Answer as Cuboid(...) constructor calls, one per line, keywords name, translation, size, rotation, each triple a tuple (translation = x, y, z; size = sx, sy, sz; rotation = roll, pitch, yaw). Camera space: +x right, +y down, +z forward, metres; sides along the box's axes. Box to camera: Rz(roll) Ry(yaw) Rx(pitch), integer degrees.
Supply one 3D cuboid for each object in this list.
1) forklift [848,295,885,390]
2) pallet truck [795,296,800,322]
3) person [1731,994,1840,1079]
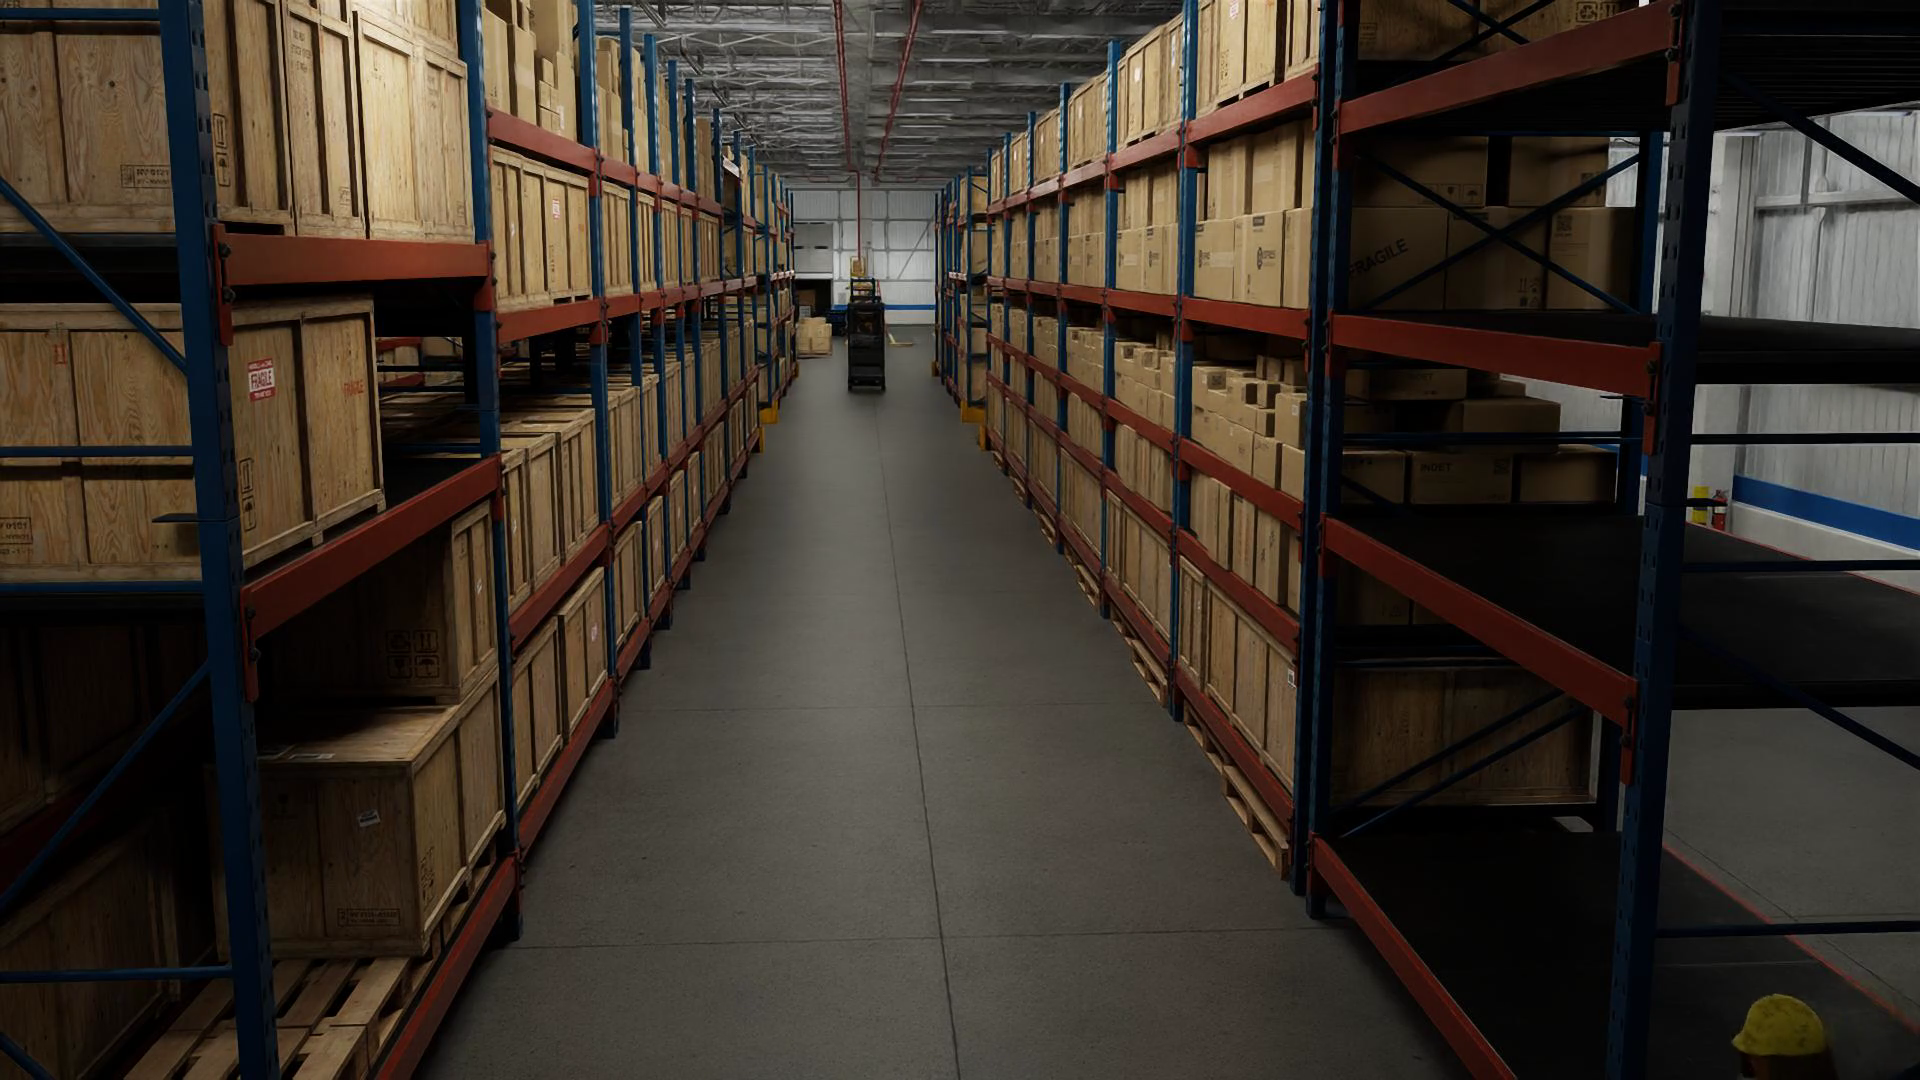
Cuboid(name="forklift", translation=(-2.840, -5.996, 50.287), size=(1.129, 2.768, 1.873), rotation=(-1, 10, -3))
Cuboid(name="pallet truck", translation=(-8.622, -12.439, 91.403), size=(1.885, 1.965, 0.823), rotation=(2, 10, 13))
Cuboid(name="person", translation=(2.430, 2.180, 4.997), size=(0.904, 1.691, 0.497), rotation=(-3, 10, -16))
